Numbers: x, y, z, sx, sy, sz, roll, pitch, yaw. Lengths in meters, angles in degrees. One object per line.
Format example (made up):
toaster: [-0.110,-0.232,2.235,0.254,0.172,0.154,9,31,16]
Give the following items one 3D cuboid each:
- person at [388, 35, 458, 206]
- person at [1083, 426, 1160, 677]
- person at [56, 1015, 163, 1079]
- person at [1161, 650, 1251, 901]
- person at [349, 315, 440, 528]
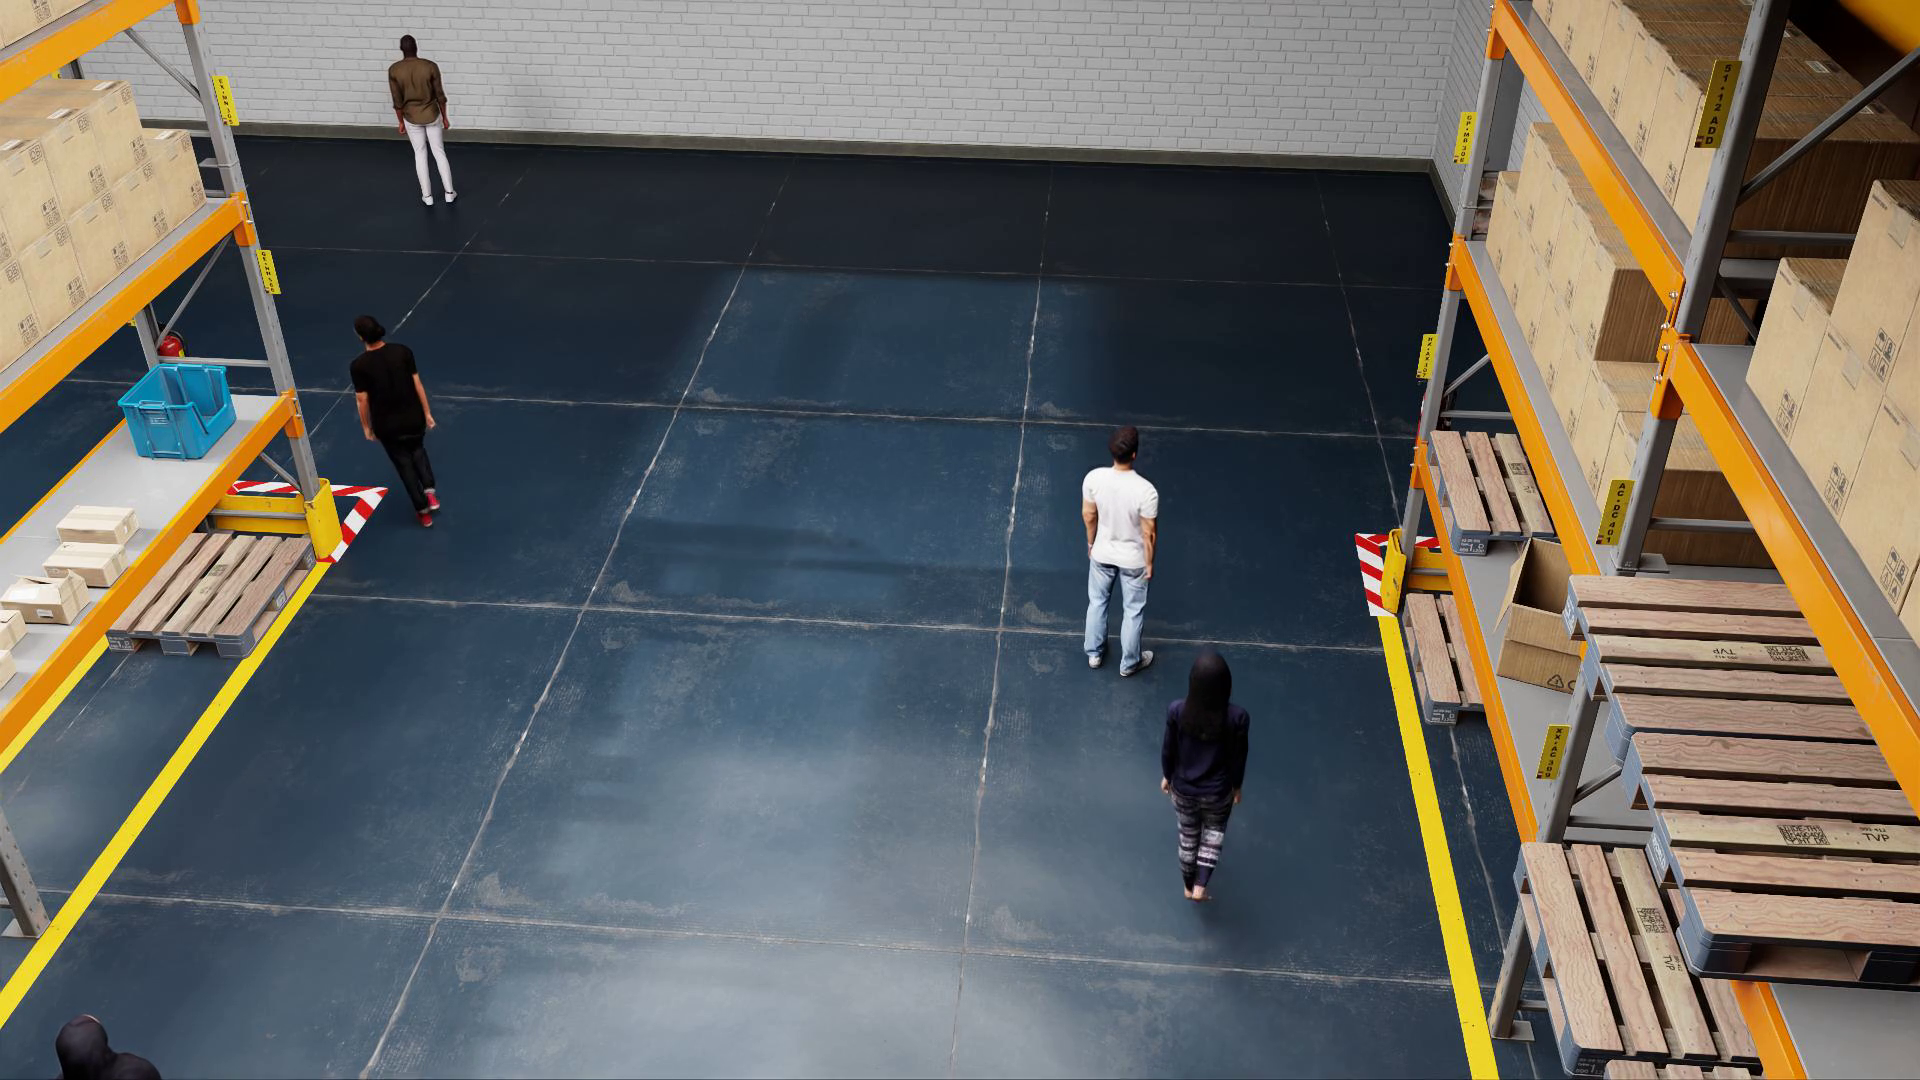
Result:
person: [-5.759,-4.505,17.834,0.791,1.825,0.728,-9,35,-13]
person: [1.051,0.078,10.902,0.750,1.867,0.714,16,37,23]
person: [-3.625,2.645,7.267,0.684,1.615,0.705,-10,35,-15]
person: [1.324,1.366,9.090,0.644,1.728,0.675,6,34,10]
person: [-4.164,-0.845,12.407,0.792,1.737,0.834,-19,38,-26]
